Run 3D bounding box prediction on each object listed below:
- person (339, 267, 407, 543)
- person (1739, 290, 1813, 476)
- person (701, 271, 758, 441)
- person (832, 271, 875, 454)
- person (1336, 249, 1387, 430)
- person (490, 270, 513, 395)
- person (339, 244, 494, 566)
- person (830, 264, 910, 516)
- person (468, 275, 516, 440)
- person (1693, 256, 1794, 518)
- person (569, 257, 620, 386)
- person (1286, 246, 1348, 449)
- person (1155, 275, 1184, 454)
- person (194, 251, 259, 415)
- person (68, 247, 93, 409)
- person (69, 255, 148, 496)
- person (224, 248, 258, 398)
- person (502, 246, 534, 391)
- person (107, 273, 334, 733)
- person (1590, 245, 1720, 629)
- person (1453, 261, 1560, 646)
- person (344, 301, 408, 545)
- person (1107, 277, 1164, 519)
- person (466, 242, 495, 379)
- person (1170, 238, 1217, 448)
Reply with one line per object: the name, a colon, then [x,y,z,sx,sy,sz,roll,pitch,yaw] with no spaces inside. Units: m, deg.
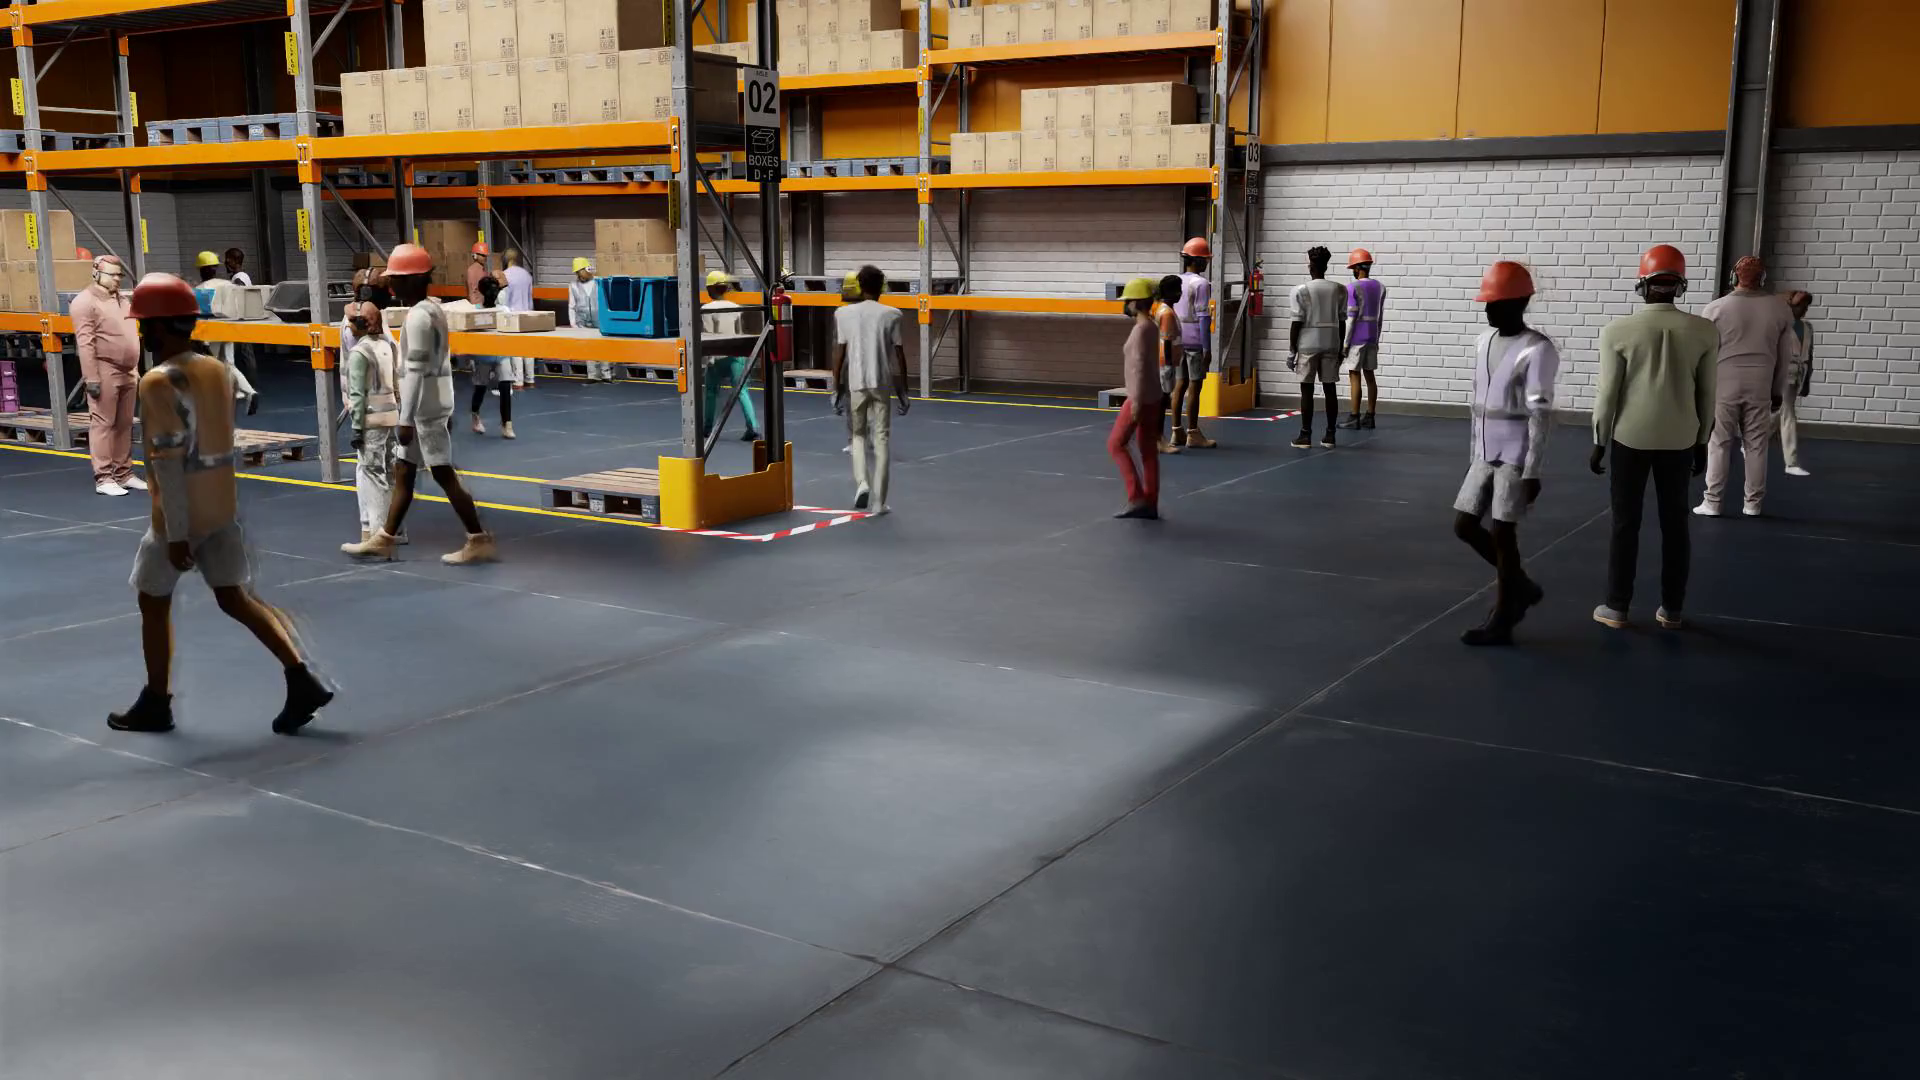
person: [-3.917,-0.897,11.162,0.429,1.839,0.633,-3,11,-16]
person: [7.195,-1.393,14.584,0.523,1.601,0.826,-5,11,-24]
person: [-2.365,-1.861,16.848,0.915,1.717,0.532,10,14,44]
person: [-0.984,-1.668,15.727,0.509,1.729,0.356,-5,12,-28]
person: [4.280,-2.141,17.807,0.542,1.930,0.367,-7,12,-32]
person: [-6.046,-2.726,21.852,0.275,1.636,0.507,-3,11,-18]
person: [-3.386,-0.815,10.292,0.954,1.994,0.633,-2,10,-12]
person: [-0.661,-1.103,12.285,0.573,1.844,0.439,1,10,3]
person: [-4.838,-1.885,17.082,0.532,1.669,0.810,-7,12,-34]
person: [5.678,-1.105,12.128,0.649,1.907,0.409,1,10,4]
person: [-5.095,-3.027,23.135,0.662,1.786,0.514,-1,10,-6]
person: [3.470,-1.868,16.184,0.608,1.966,0.374,-2,10,-11]
person: [1.965,-1.672,15.838,0.320,1.698,0.537,1,10,3]
person: [-8.403,-2.331,18.936,0.753,1.902,0.589,5,11,25]
person: [-10.427,-2.524,19.899,0.547,1.938,0.377,0,10,2]
person: [-6.755,-1.313,13.295,0.405,1.903,0.636,1,10,7]
person: [-9.271,-2.800,21.485,0.391,1.919,0.590,-5,11,-24]
person: [-5.979,-2.972,22.384,0.359,1.938,0.631,4,11,22]
person: [-3.052,-0.131,6.750,0.934,1.899,0.550,2,10,10]
person: [3.597,-0.524,8.658,0.609,1.995,0.378,1,10,5]
person: [2.715,-0.419,8.272,0.463,1.920,0.558,-4,11,-20]
person: [-3.824,-0.739,10.865,0.316,1.629,0.509,0,10,2]
person: [1.252,-1.011,12.006,0.448,1.751,0.547,3,11,19]
person: [-7.004,-3.348,24.316,0.392,1.991,0.612,0,10,2]
person: [2.279,-1.915,16.233,0.378,2.044,0.608,-5,11,-25]
